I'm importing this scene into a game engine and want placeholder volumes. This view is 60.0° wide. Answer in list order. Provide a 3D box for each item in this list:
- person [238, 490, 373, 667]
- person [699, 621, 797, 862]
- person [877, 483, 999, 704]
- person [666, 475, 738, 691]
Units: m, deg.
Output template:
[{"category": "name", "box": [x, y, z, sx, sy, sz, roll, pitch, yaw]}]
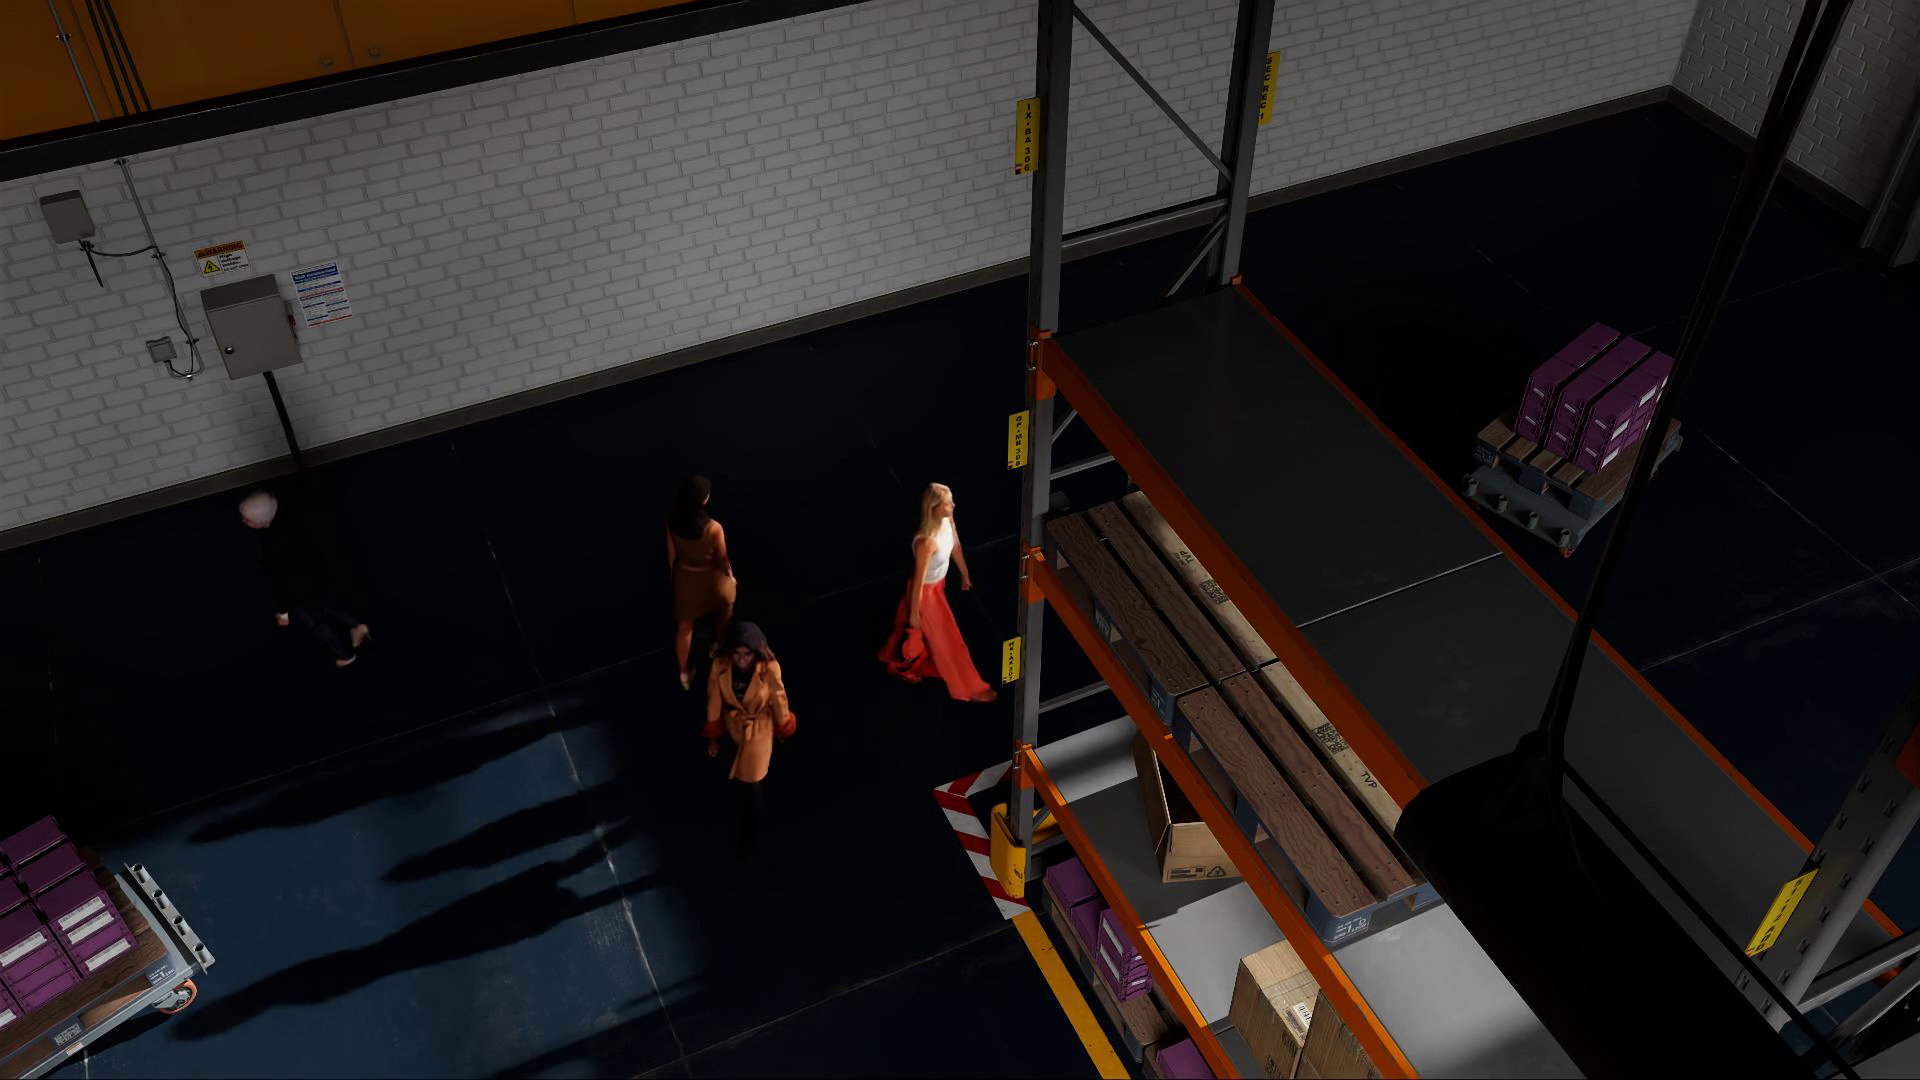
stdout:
[{"category": "person", "box": [-4.180, 0.249, 10.805, 0.815, 1.755, 0.740, 3, 44, 3]}, {"category": "person", "box": [-1.223, 1.053, 9.879, 1.152, 1.681, 1.260, 12, 45, 12]}, {"category": "person", "box": [-0.289, 0.318, 10.588, 1.181, 1.768, 1.130, 13, 45, 14]}, {"category": "person", "box": [-1.659, 0.324, 10.662, 0.788, 1.657, 0.850, 8, 44, 8]}]
